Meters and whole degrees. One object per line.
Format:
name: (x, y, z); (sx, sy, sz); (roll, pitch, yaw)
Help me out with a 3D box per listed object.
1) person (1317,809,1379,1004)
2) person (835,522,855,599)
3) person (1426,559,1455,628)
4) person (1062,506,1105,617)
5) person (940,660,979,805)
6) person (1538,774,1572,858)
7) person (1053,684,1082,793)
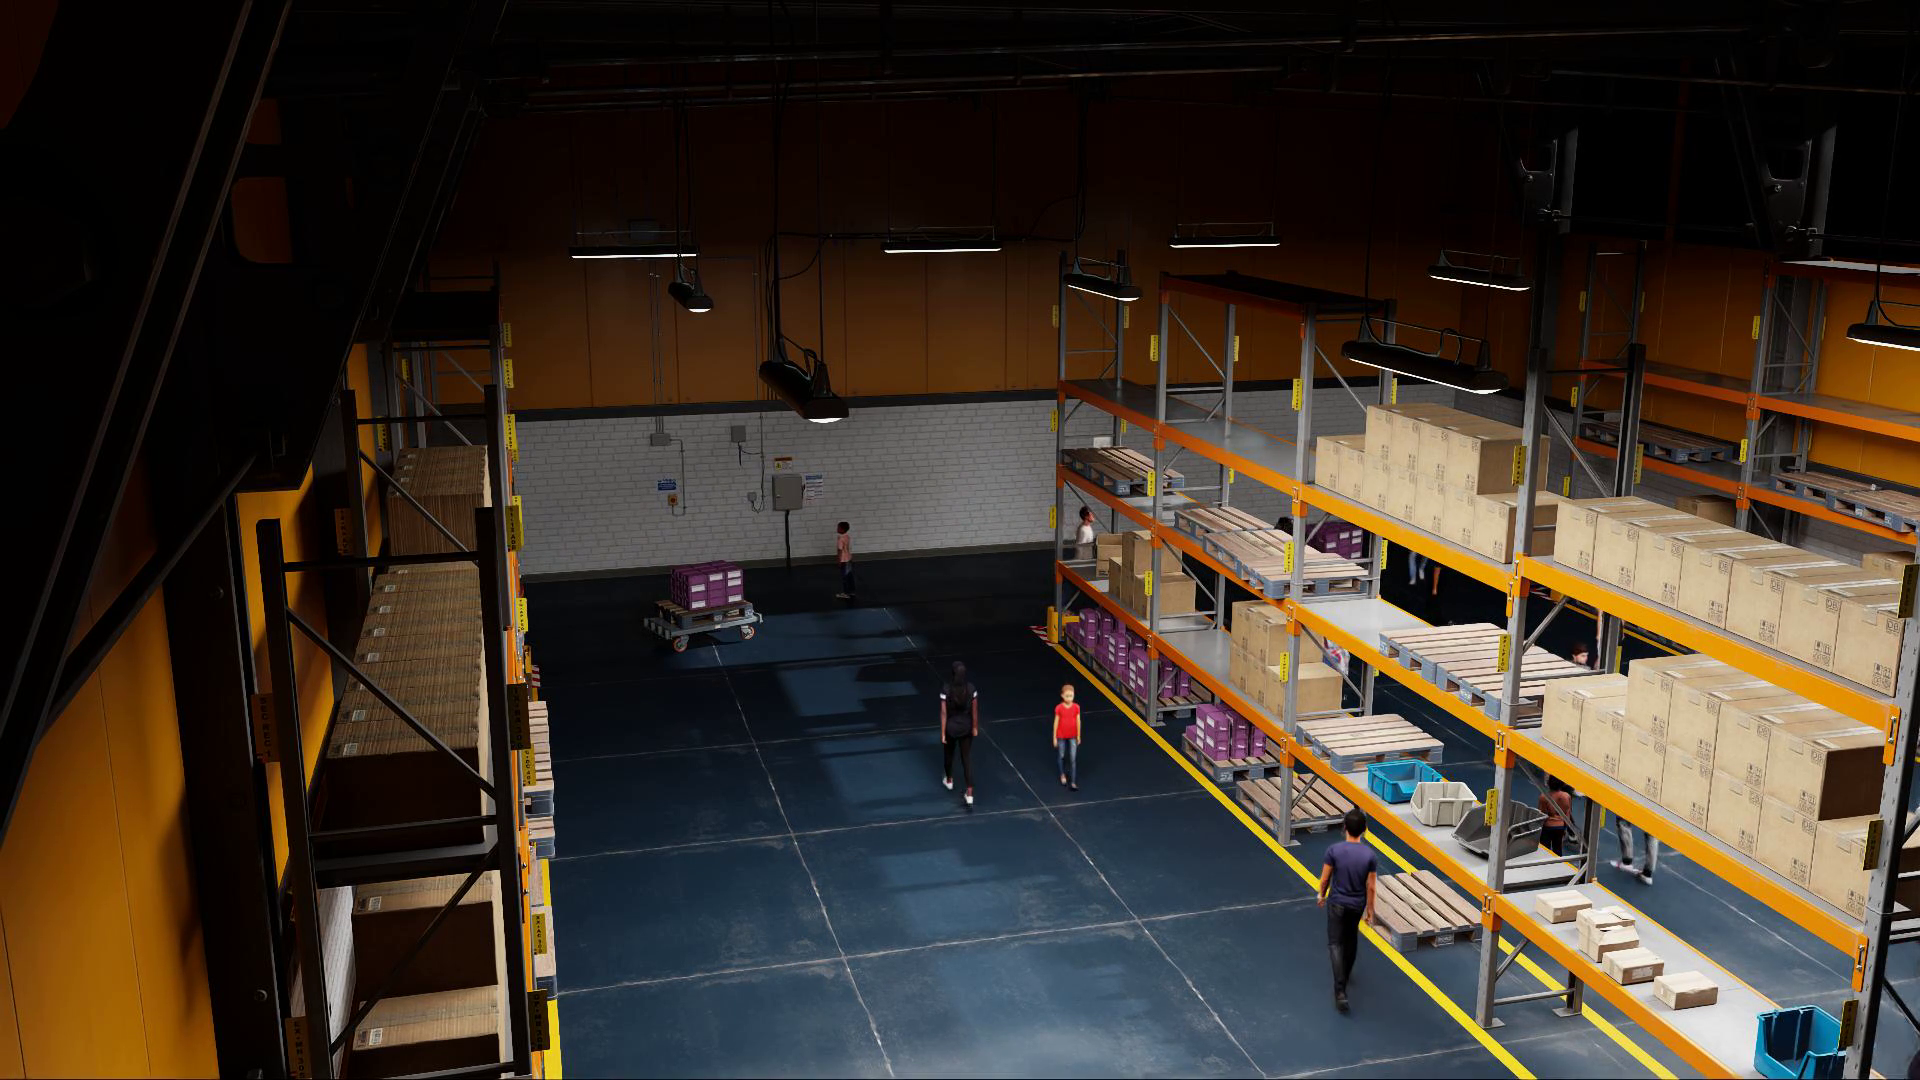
person: (3.472, 3.319, 14.970); (0.842, 1.761, 1.145); (0, 14, 0)
person: (-1.951, 0.326, 28.301); (0.640, 1.303, 0.555); (5, 14, 19)
person: (7.485, 0.700, 25.818); (0.936, 1.746, 0.905); (5, 15, 21)
person: (1.932, 0.384, 26.880); (0.977, 1.860, 1.217); (1, 14, 4)
person: (0.017, 2.275, 19.442); (0.675, 1.685, 1.154); (-2, 14, -10)
person: (6.184, 2.997, 17.376); (0.535, 1.255, 0.490); (-3, 14, -10)
person: (1.269, 2.346, 19.996); (0.601, 1.286, 0.870); (-1, 14, -4)
